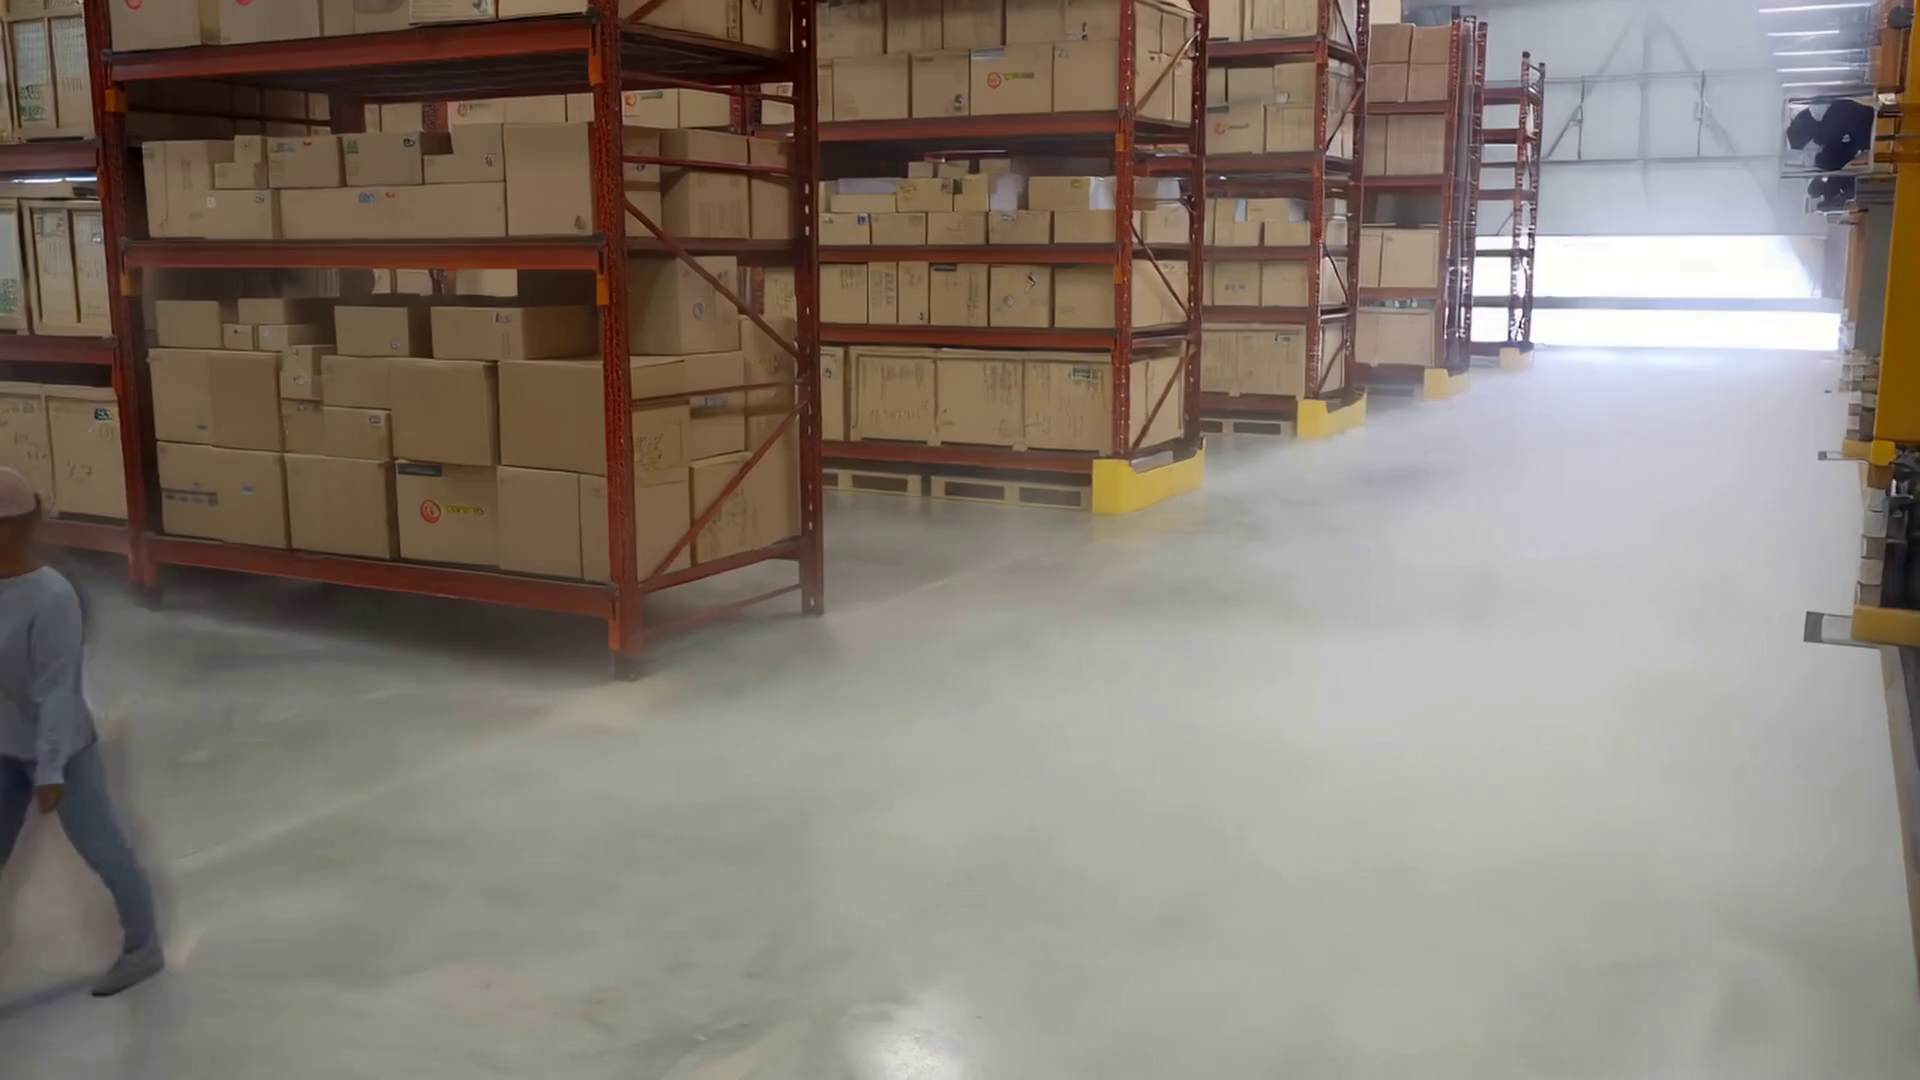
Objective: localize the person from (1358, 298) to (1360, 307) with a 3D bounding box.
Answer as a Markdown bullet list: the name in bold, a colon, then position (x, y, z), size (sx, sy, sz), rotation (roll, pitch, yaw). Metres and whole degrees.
- **person**: position (9.308, -5.389, 39.728), size (0.487, 1.746, 0.288), rotation (3, 10, 17)

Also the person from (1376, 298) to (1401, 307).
- **person**: position (9.934, -5.169, 38.653), size (0.589, 1.674, 0.930), rotation (-3, 10, -19)

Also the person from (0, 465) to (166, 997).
- **person**: position (-2.814, 0.626, 4.966), size (0.545, 1.711, 0.898), rotation (5, 11, 25)
